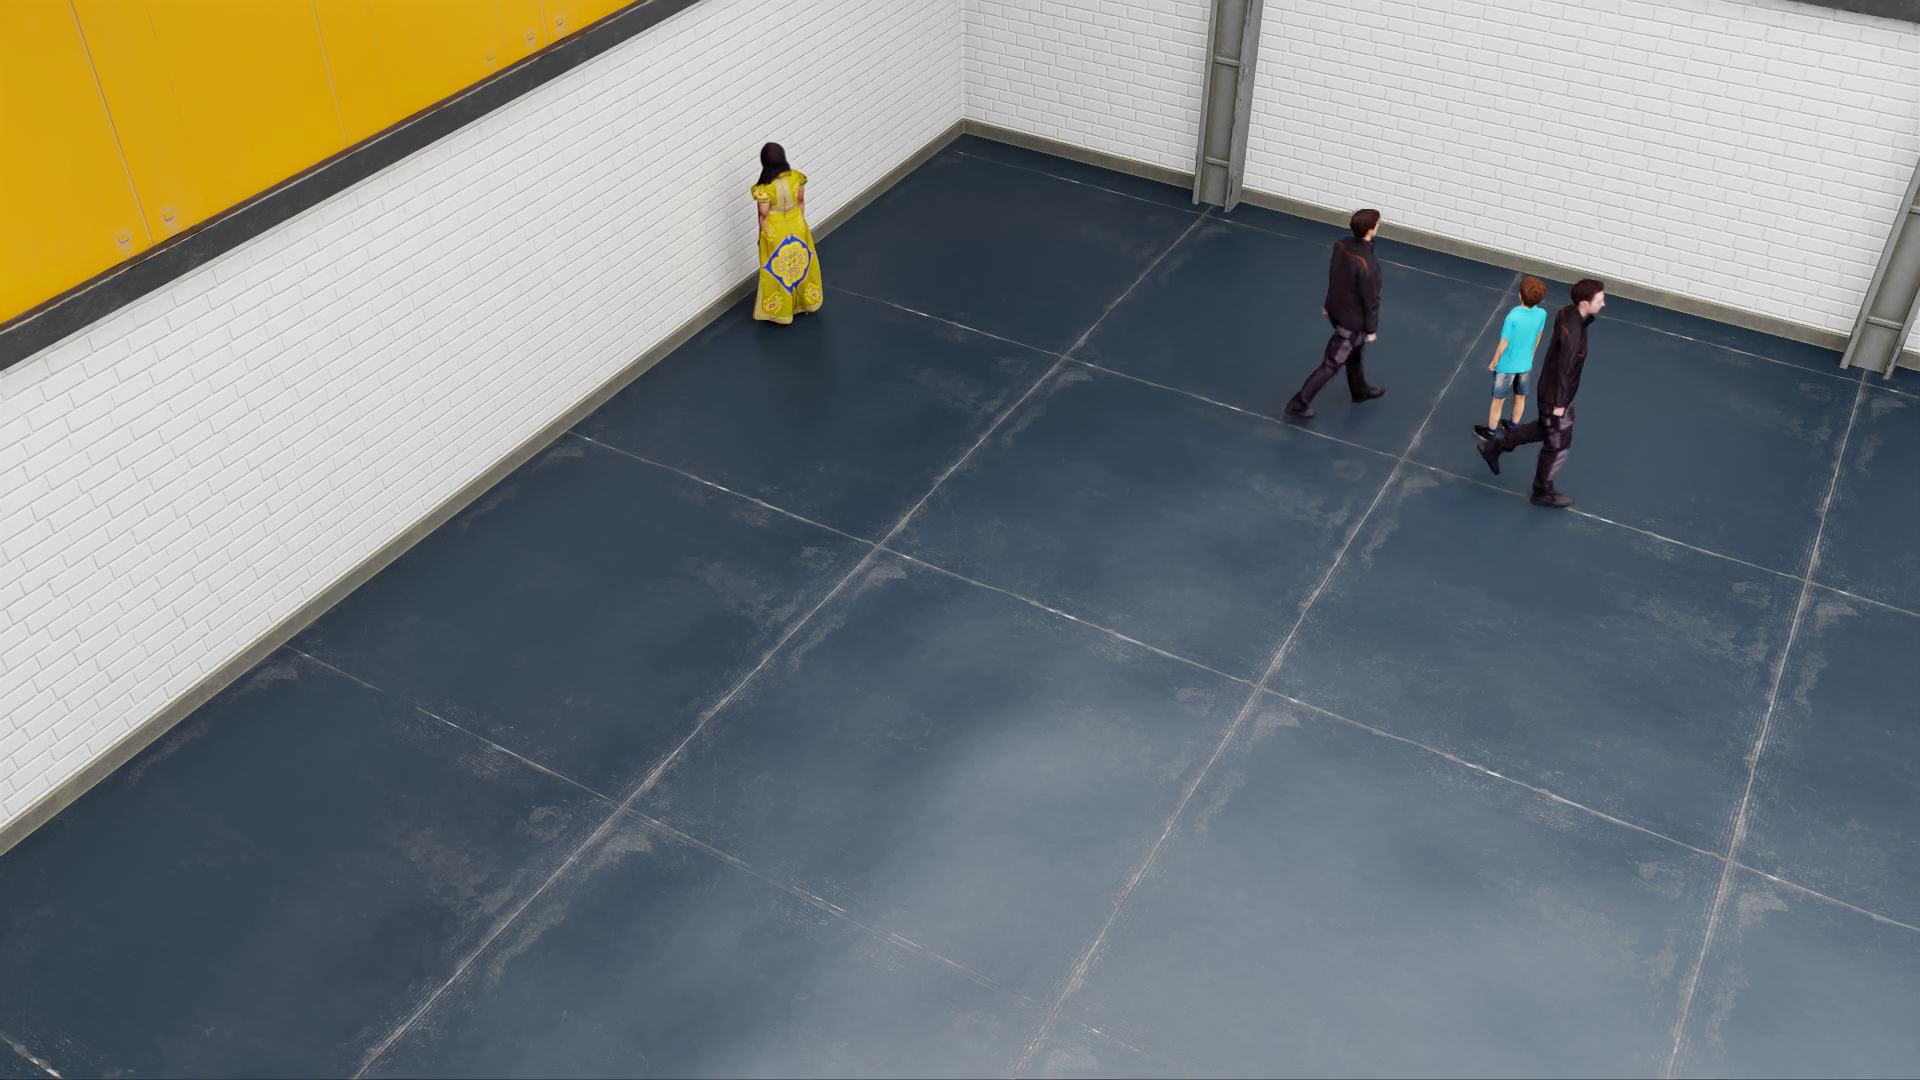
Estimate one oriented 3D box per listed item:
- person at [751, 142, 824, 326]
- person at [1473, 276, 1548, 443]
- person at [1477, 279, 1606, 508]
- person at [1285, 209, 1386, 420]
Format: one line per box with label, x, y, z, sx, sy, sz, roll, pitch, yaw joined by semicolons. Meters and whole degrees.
person;-1.533;-2.648;14.316;0.969;1.659;0.943;-26;45;-29
person;4.320;-1.403;12.926;0.596;1.449;0.649;-11;40;-14
person;4.294;-1.074;12.159;1.085;1.891;0.857;9;40;12
person;2.973;-1.720;13.043;1.264;1.798;1.217;-11;40;-13
